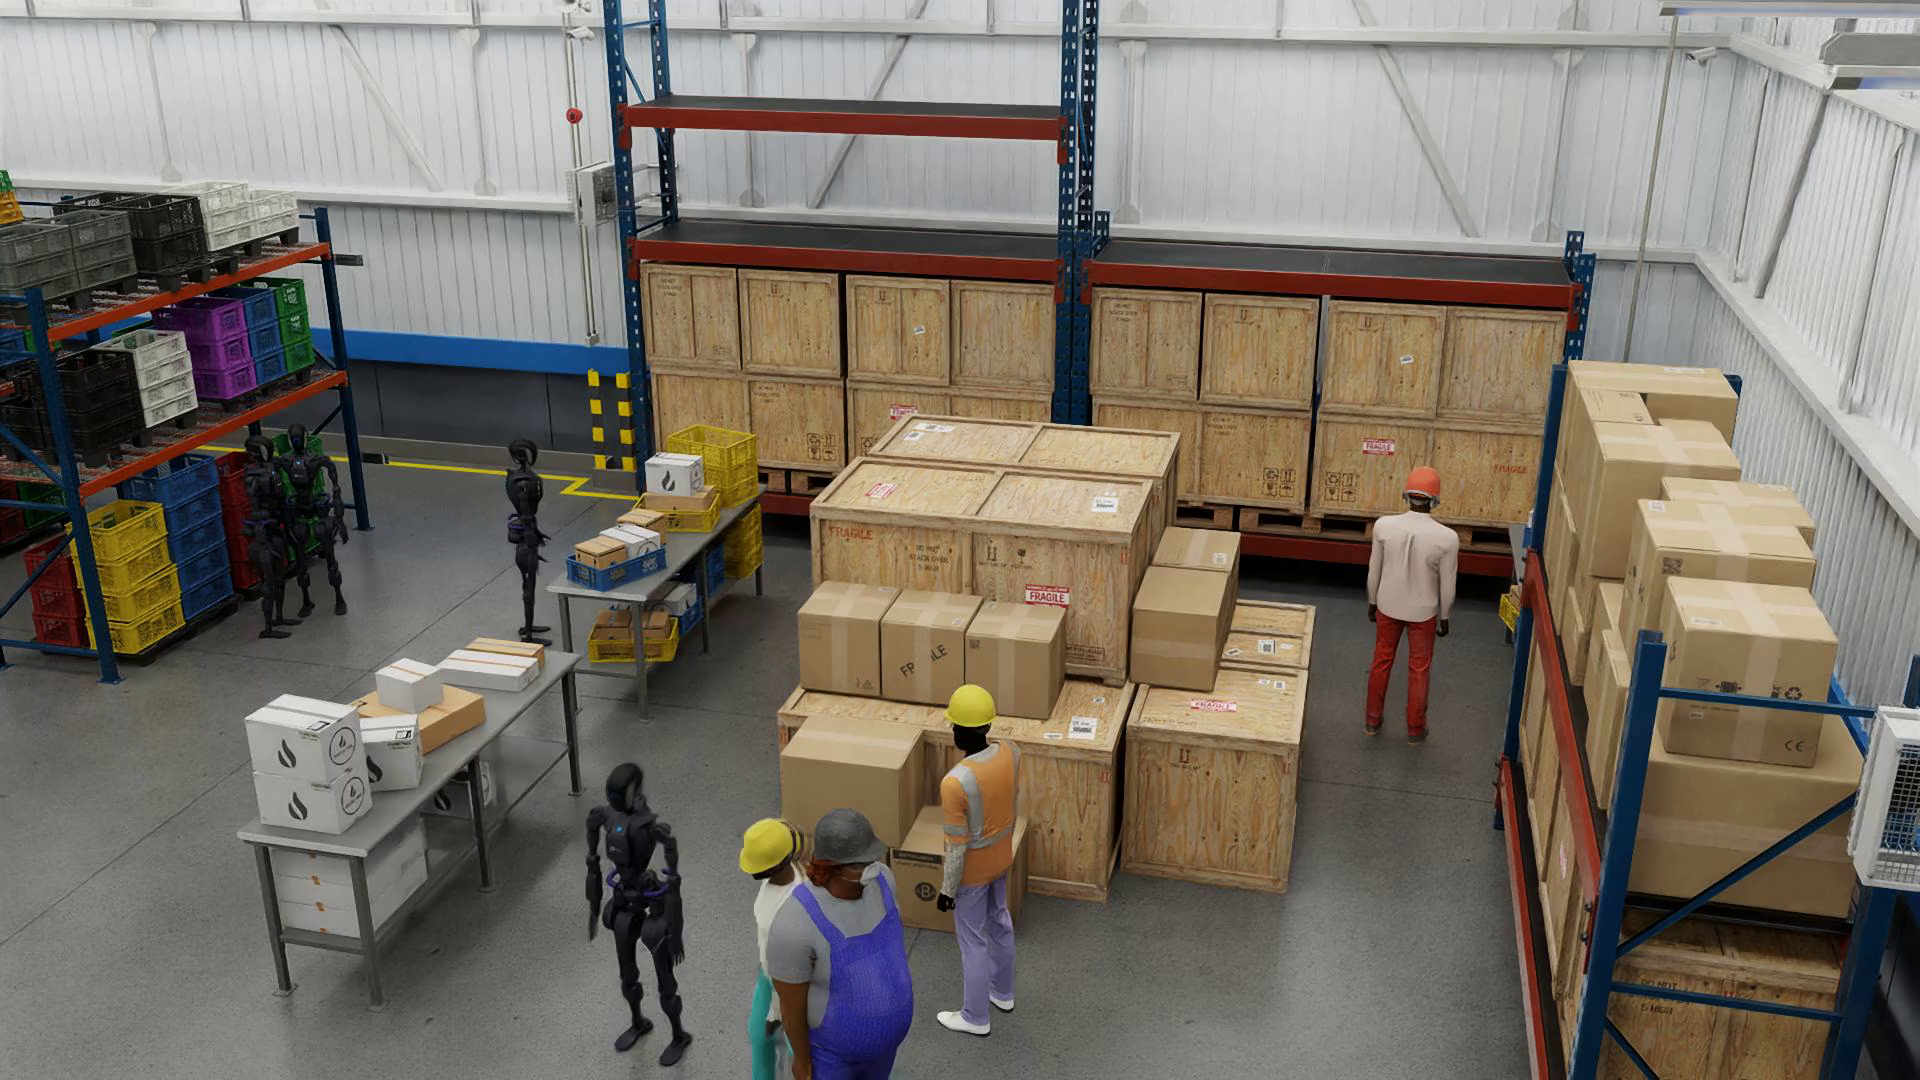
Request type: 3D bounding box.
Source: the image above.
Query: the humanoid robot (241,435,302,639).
[{"bbox_3d":[-5.463,-0.033,13.162,0.337,1.654,0.568,1,21,3],"label":"humanoid robot"}]

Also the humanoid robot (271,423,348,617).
[{"bbox_3d":[-5.286,-0.164,13.499,0.576,1.651,0.340,-3,21,-8],"label":"humanoid robot"}]

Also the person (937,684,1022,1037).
[{"bbox_3d":[0.073,1.627,8.468,0.382,1.925,0.591,15,25,33],"label":"person"}]

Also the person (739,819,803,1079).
[{"bbox_3d":[-0.732,2.022,7.703,0.749,1.725,0.525,-7,22,-19],"label":"person"}]

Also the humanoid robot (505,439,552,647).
[{"bbox_3d":[-3.380,-0.001,13.055,0.327,1.657,0.591,-4,21,-11],"label":"humanoid robot"}]

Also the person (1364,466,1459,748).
[{"bbox_3d":[3.099,0.453,11.466,0.608,1.985,0.412,12,24,29],"label":"person"}]

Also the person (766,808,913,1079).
[{"bbox_3d":[-0.449,2.070,7.151,0.537,2.000,0.681,17,27,37],"label":"person"}]

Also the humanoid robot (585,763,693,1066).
[{"bbox_3d":[-1.594,1.843,8.245,0.570,1.647,0.360,9,23,22],"label":"humanoid robot"}]
